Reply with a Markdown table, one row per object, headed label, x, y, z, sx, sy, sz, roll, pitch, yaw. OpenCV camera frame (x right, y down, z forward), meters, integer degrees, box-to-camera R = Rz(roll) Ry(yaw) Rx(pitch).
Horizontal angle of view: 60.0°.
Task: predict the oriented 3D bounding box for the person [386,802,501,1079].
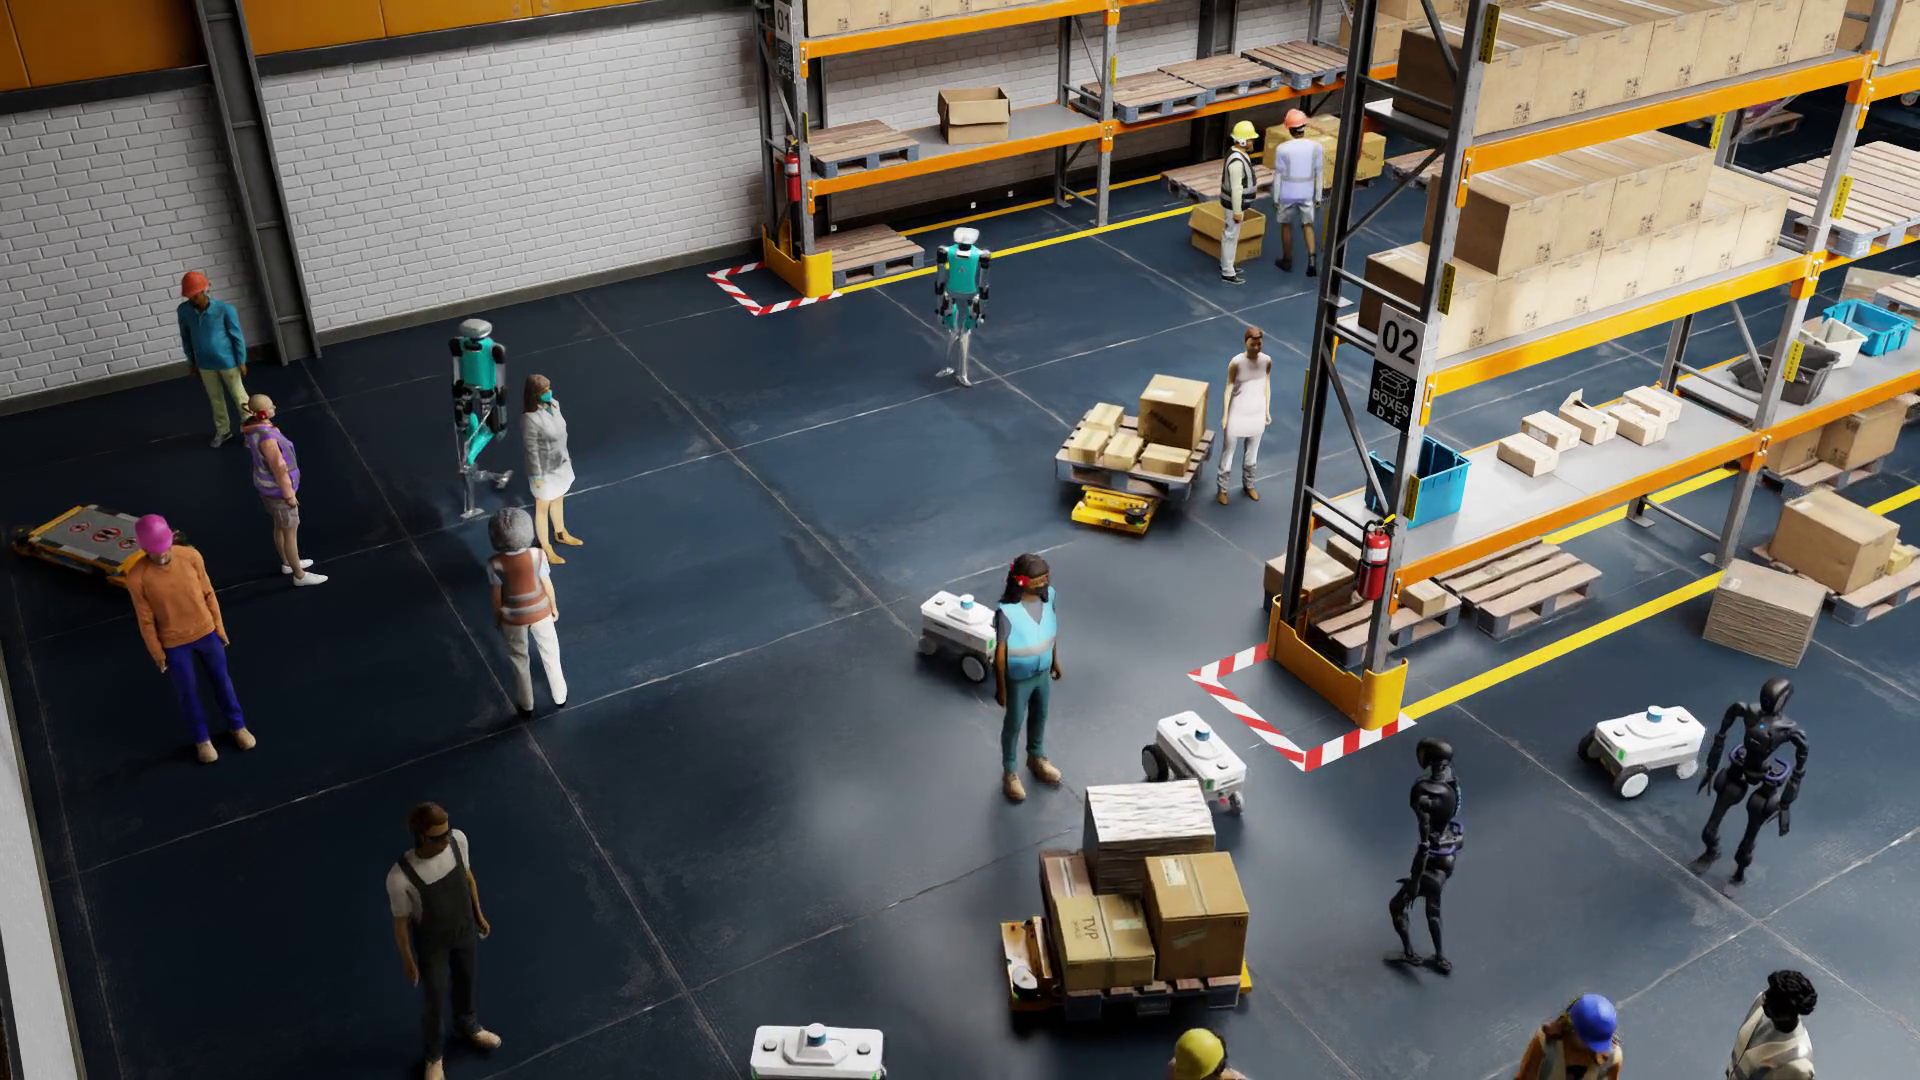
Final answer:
| label | x | y | z | sx | sy | sz | roll | pitch | yaw |
| --- | --- | --- | --- | --- | --- | --- | --- | --- | --- |
| person | -2.870 | 2.196 | 9.127 | 0.317 | 1.831 | 0.618 | 21 | 38 | 29 |

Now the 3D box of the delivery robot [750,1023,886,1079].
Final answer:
| label | x | y | z | sx | sy | sz | roll | pitch | yaw |
| --- | --- | --- | --- | --- | --- | --- | --- | --- | --- |
| delivery robot | -0.801 | 2.903 | 9.173 | 0.754 | 0.581 | 0.499 | 1 | 32 | 2 |

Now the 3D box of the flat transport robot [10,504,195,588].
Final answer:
| label | x | y | z | sx | sy | sz | roll | pitch | yaw |
| --- | --- | --- | --- | --- | --- | --- | --- | --- | --- |
| flat transport robot | -7.240 | 0.034 | 14.029 | 1.431 | 0.231 | 0.659 | 14 | 35 | 21 |

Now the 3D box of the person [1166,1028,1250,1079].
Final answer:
| label | x | y | z | sx | sy | sz | roll | pitch | yaw |
| --- | --- | --- | --- | --- | --- | --- | --- | --- | --- |
| person | 1.249 | 2.940 | 8.015 | 0.586 | 1.723 | 0.537 | 19 | 37 | 27 |

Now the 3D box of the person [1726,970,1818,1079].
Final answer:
| label | x | y | z | sx | sy | sz | roll | pitch | yaw |
| --- | --- | --- | --- | --- | --- | --- | --- | --- | --- |
| person | 3.976 | 2.785 | 8.306 | 0.318 | 1.692 | 0.531 | 2 | 32 | 2 |

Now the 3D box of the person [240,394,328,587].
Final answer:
| label | x | y | z | sx | sy | sz | roll | pitch | yaw |
| --- | --- | --- | --- | --- | --- | --- | --- | --- | --- |
| person | -5.481 | -0.403 | 13.384 | 0.349 | 1.693 | 0.477 | -22 | 38 | -31 |

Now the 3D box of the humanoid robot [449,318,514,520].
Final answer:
| label | x | y | z | sx | sy | sz | roll | pitch | yaw |
| --- | --- | --- | --- | --- | --- | --- | --- | --- | --- |
| humanoid robot | -4.229 | -0.949 | 14.281 | 0.543 | 1.730 | 1.082 | 10 | 34 | 16 |

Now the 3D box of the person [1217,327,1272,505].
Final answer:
| label | x | y | z | sx | sy | sz | roll | pitch | yaw |
| --- | --- | --- | --- | --- | --- | --- | --- | --- | --- |
| person | 2.493 | -1.088 | 14.507 | 0.459 | 1.660 | 0.278 | -7 | 33 | -11 |

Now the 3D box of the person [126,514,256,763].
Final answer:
| label | x | y | z | sx | sy | sz | roll | pitch | yaw |
| --- | --- | --- | --- | --- | --- | --- | --- | --- | --- |
| person | -5.321 | 0.660 | 11.433 | 0.521 | 1.972 | 0.405 | -25 | 40 | -34 |

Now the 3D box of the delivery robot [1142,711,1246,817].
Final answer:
| label | x | y | z | sx | sy | sz | roll | pitch | yaw |
| --- | --- | --- | --- | --- | --- | --- | --- | --- | --- |
| delivery robot | 1.635 | 1.515 | 11.405 | 0.499 | 0.601 | 0.805 | -14 | 35 | -21 |

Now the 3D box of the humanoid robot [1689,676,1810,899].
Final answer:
| label | x | y | z | sx | sy | sz | roll | pitch | yaw |
| --- | --- | --- | --- | --- | --- | --- | --- | --- | --- |
| humanoid robot | 4.919 | 1.523 | 10.337 | 0.334 | 1.649 | 0.598 | -26 | 41 | -35 |

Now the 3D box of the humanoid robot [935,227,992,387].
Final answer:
| label | x | y | z | sx | sy | sz | roll | pitch | yaw |
| --- | --- | --- | --- | --- | --- | --- | --- | --- | --- |
| humanoid robot | 0.035 | -2.322 | 16.426 | 0.604 | 1.793 | 0.838 | 4 | 32 | 6 |

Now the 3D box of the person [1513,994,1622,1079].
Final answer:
| label | x | y | z | sx | sy | sz | roll | pitch | yaw |
| --- | --- | --- | --- | --- | --- | --- | --- | --- | --- |
| person | 2.938 | 2.824 | 8.203 | 0.477 | 1.724 | 0.938 | 12 | 34 | 19 |

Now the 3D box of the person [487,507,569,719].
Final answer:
| label | x | y | z | sx | sy | sz | roll | pitch | yaw |
| --- | --- | --- | --- | --- | --- | --- | --- | --- | --- |
| person | -3.112 | 0.521 | 11.913 | 0.454 | 1.687 | 0.304 | -12 | 34 | -18 |

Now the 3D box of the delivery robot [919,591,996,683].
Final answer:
| label | x | y | z | sx | sy | sz | roll | pitch | yaw |
| --- | --- | --- | --- | --- | --- | --- | --- | --- | --- |
| delivery robot | 0.060 | 0.683 | 12.704 | 0.756 | 0.571 | 0.499 | 21 | 38 | 30 |

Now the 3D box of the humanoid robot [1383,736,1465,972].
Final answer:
| label | x | y | z | sx | sy | sz | roll | pitch | yaw |
| --- | --- | --- | --- | --- | --- | --- | --- | --- | --- |
| humanoid robot | 2.798 | 1.869 | 9.785 | 0.462 | 1.631 | 0.613 | 17 | 36 | 25 |

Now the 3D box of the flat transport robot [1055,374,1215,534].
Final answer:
| label | x | y | z | sx | sy | sz | roll | pitch | yaw |
| --- | --- | --- | --- | --- | --- | --- | --- | --- | --- |
| flat transport robot | 1.535 | -0.528 | 14.926 | 0.659 | 0.231 | 1.431 | 12 | 34 | 18 |

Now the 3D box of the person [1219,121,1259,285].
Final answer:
| label | x | y | z | sx | sy | sz | roll | pitch | yaw |
| --- | --- | --- | --- | --- | --- | --- | --- | --- | --- |
| person | 3.119 | -3.798 | 18.666 | 0.403 | 1.836 | 0.587 | 3 | 32 | 5 |

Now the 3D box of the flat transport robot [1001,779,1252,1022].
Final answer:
| label | x | y | z | sx | sy | sz | roll | pitch | yaw |
| --- | --- | --- | --- | --- | --- | --- | --- | --- | --- |
| flat transport robot | 0.995 | 2.504 | 10.091 | 1.431 | 0.231 | 0.659 | -3 | 32 | -5 |

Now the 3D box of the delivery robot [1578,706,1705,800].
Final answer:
| label | x | y | z | sx | sy | sz | roll | pitch | yaw |
| --- | --- | --- | --- | --- | --- | --- | --- | --- | --- |
| delivery robot | 4.745 | 1.422 | 11.546 | 0.769 | 0.594 | 0.499 | -9 | 33 | -14 |

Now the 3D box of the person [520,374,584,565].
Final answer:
| label | x | y | z | sx | sy | sz | roll | pitch | yaw |
| --- | --- | --- | --- | --- | --- | --- | --- | --- | --- |
| person | -3.381 | -0.603 | 13.734 | 0.340 | 1.659 | 0.487 | 11 | 34 | 16 |

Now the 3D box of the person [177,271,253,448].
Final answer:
| label | x | y | z | sx | sy | sz | roll | pitch | yaw |
| --- | --- | --- | --- | --- | --- | --- | --- | --- | --- |
| person | -6.868 | -1.661 | 15.334 | 0.571 | 1.748 | 0.340 | 2 | 32 | 3 |

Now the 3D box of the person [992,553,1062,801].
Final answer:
| label | x | y | z | sx | sy | sz | roll | pitch | yaw |
| --- | --- | --- | --- | --- | --- | --- | --- | --- | --- |
| person | 0.438 | 0.889 | 11.165 | 0.559 | 1.864 | 0.397 | -23 | 39 | -32 |

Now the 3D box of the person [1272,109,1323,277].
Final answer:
| label | x | y | z | sx | sy | sz | roll | pitch | yaw |
| --- | --- | --- | --- | --- | --- | --- | --- | --- | --- |
| person | 3.803 | -3.857 | 18.701 | 0.567 | 1.903 | 0.703 | -4 | 32 | -7 |
